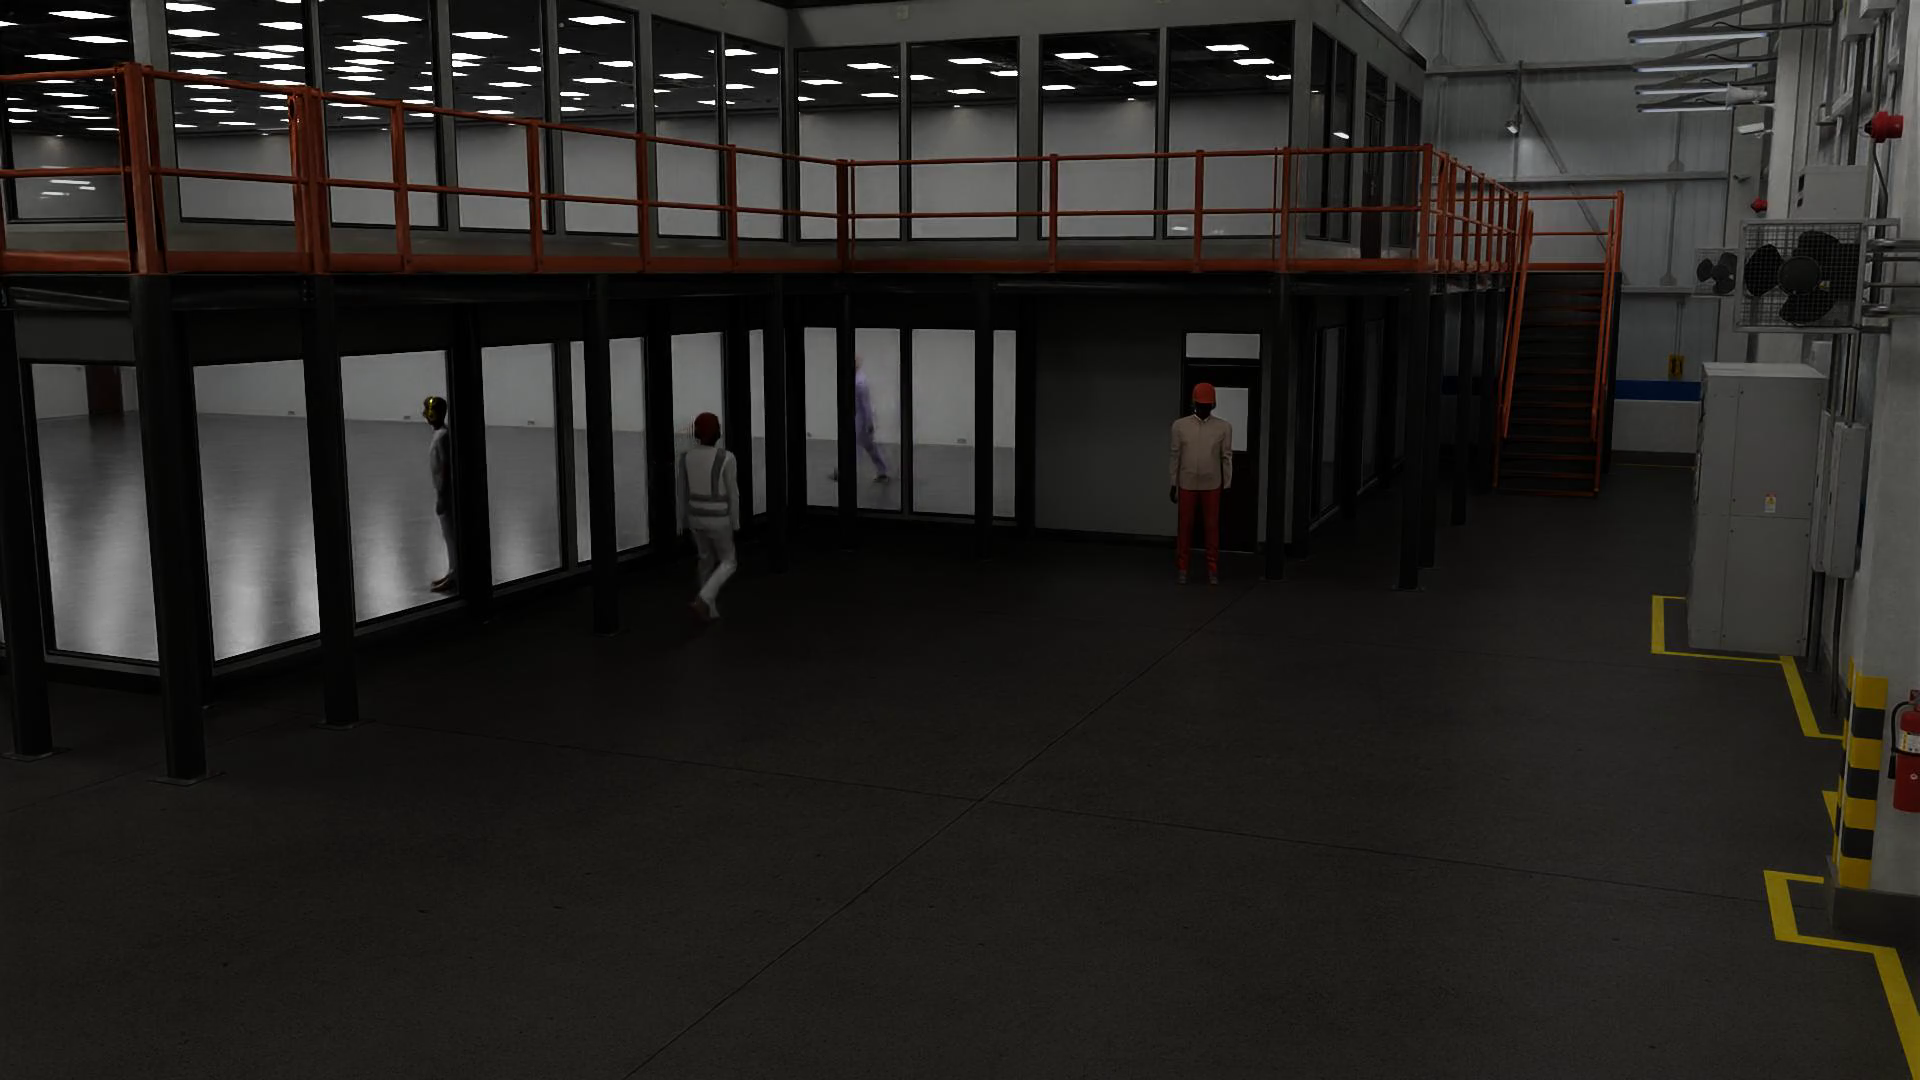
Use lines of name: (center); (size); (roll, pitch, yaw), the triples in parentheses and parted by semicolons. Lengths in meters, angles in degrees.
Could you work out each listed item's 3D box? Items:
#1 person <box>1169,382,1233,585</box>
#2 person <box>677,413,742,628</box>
person: (2.340, -0.543, 16.179); (0.612, 1.986, 0.406); (1, 9, 7)
person: (-2.144, -0.142, 14.056); (0.593, 1.867, 0.554); (4, 10, 26)
